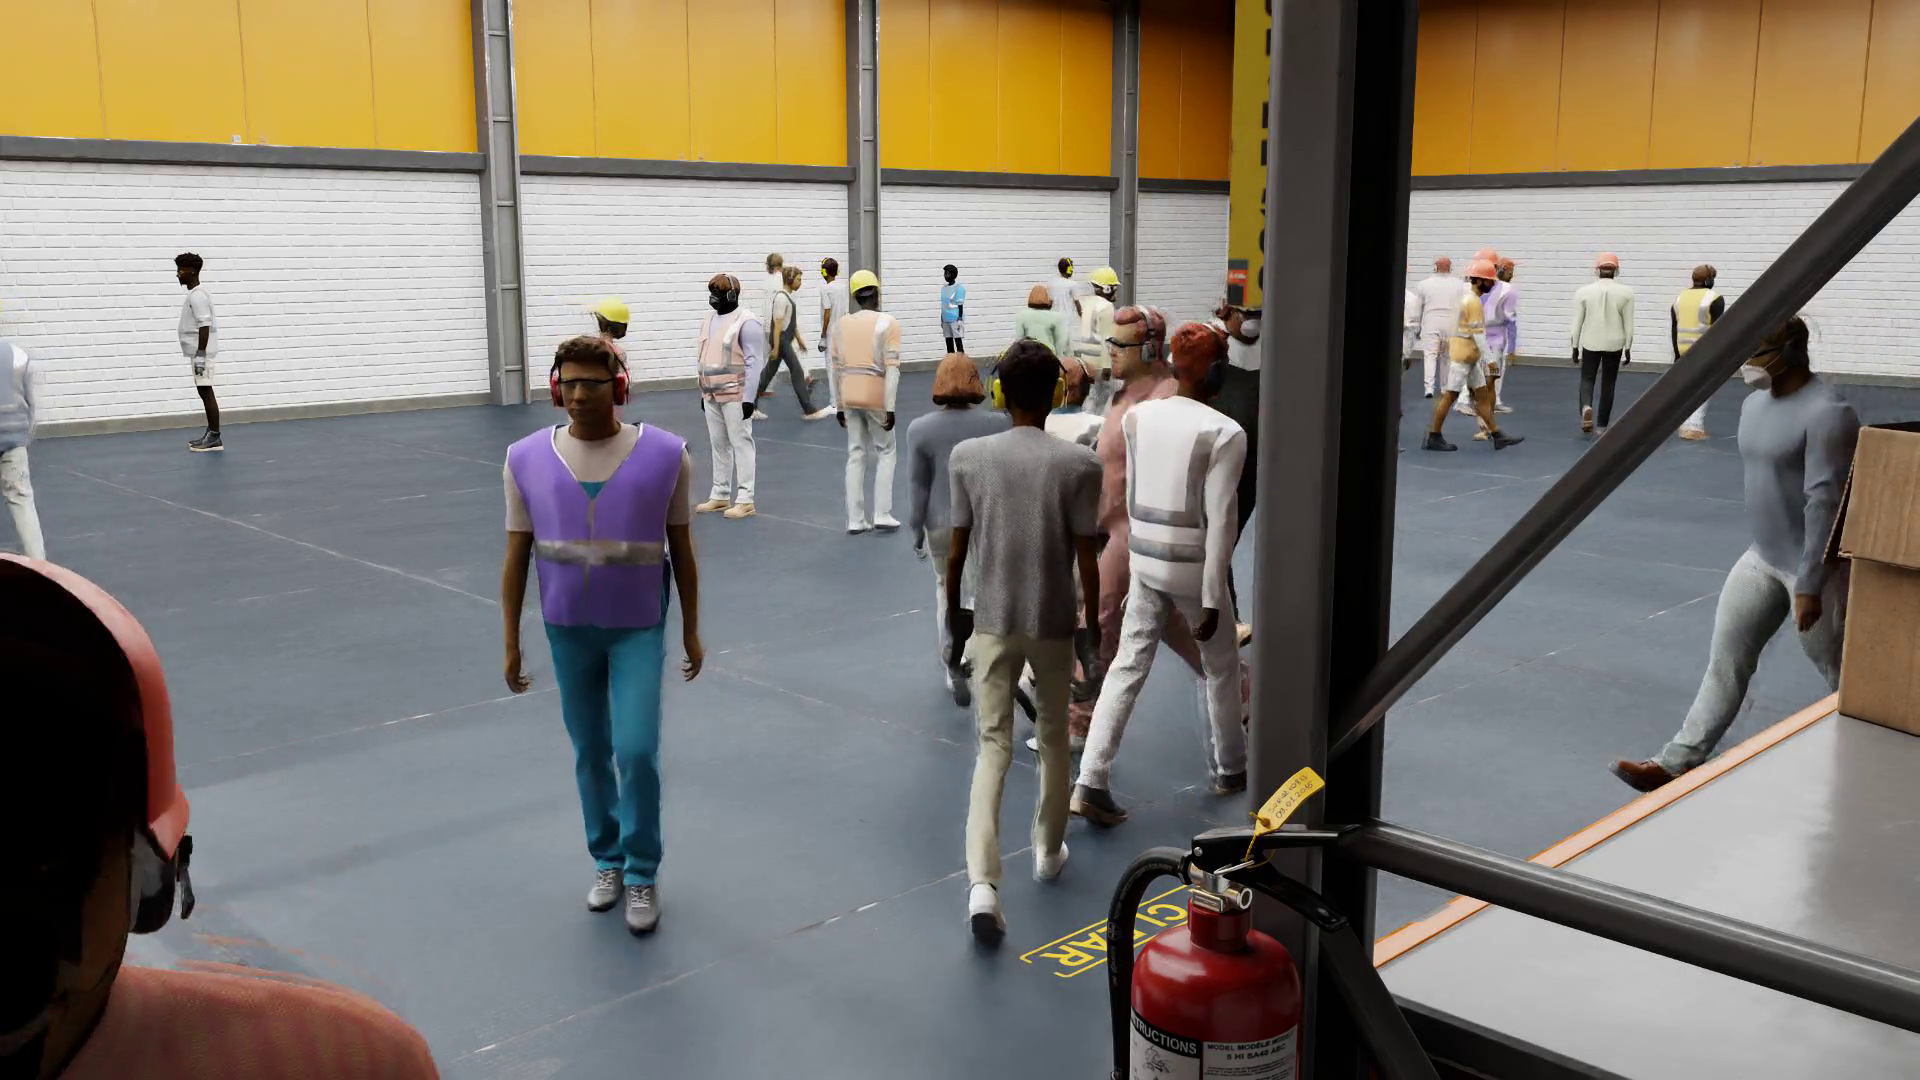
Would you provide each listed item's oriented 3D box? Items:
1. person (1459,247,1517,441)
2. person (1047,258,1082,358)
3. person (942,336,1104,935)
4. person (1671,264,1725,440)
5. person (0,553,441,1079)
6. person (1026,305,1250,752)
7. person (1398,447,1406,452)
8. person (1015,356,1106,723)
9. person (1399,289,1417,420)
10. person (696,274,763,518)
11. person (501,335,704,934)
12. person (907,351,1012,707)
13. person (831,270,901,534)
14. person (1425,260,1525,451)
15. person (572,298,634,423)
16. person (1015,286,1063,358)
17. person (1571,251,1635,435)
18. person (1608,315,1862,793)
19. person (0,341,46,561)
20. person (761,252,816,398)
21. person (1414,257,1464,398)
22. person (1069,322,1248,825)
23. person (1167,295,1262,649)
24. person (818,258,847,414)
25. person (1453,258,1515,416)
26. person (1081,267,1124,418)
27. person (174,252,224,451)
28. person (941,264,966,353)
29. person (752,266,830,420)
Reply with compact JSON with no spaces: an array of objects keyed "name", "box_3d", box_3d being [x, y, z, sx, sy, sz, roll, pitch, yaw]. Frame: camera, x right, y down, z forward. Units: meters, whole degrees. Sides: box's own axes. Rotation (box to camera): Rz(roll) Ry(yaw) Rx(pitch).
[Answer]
[{"name":"person","box_3d":[5.542,-2.062,17.466,0.640,2.019,0.715,7,12,33]},{"name":"person","box_3d":[1.477,-3.048,23.419,1.003,1.808,0.503,-8,13,-36]},{"name":"person","box_3d":[0.182,0.284,5.196,0.526,1.829,0.933,2,11,8]},{"name":"person","box_3d":[7.754,-1.964,17.435,0.429,1.851,0.627,-5,11,-23]},{"name":"person","box_3d":[-0.668,0.961,1.201,0.641,1.938,1.023,-4,11,-19]},{"name":"person","box_3d":[0.802,-0.029,6.798,0.959,1.864,0.643,0,10,2]},{"name":"person","box_3d":[3.961,-1.692,16.264,0.834,1.719,0.525,-3,11,-16]},{"name":"person","box_3d":[0.437,-0.008,7.372,0.534,1.605,0.765,8,13,39]},{"name":"person","box_3d":[4.483,-1.994,17.327,0.489,1.920,0.564,-9,14,-41]},{"name":"person","box_3d":[-1.774,-1.092,12.644,0.621,1.845,0.429,10,14,43]},{"name":"person","box_3d":[-1.106,0.295,5.096,0.603,1.825,0.648,0,10,-3]},{"name":"person","box_3d":[-0.011,-0.050,7.581,0.492,1.613,0.691,2,11,13]},{"name":"person","box_3d":[-0.684,-0.990,11.968,0.602,1.880,0.582,5,11,24]},{"name":"person","box_3d":[5.085,-1.787,16.298,1.002,1.881,0.550,4,11,19]},{"name":"person","box_3d":[-2.587,-0.837,11.642,0.551,1.704,0.840,8,13,37]},{"name":"person","box_3d":[0.851,-1.949,18.004,0.512,1.587,0.882,2,11,10]},{"name":"person","box_3d":[6.805,-2.068,17.627,0.618,1.968,0.687,4,11,23]},{"name":"person","box_3d":[2.994,0.102,6.058,1.055,1.870,0.696,-1,10,-5]},{"name":"person","box_3d":[-5.869,-0.599,10.099,0.898,1.798,0.587,10,14,42]},{"name":"person","box_3d":[-2.319,-2.786,21.680,0.868,1.916,0.636,7,12,33]},{"name":"person","box_3d":[6.348,-2.818,22.041,0.663,1.855,1.007,4,11,18]},{"name":"person","box_3d":[0.773,0.120,6.085,0.574,1.834,1.020,9,14,42]},{"name":"person","box_3d":[1.410,-0.443,8.558,0.749,2.000,1.035,-3,11,-18]},{"name":"person","box_3d":[-1.531,-2.438,19.918,0.310,1.864,0.533,5,12,27]},{"name":"person","box_3d":[6.300,-2.409,19.824,0.539,1.853,0.783,7,13,34]},{"name":"person","box_3d":[1.413,-1.771,16.407,0.432,1.813,0.626,-3,11,-16]},{"name":"person","box_3d":[-7.553,-1.864,16.508,0.361,1.964,0.615,-5,11,-24]},{"name":"person","box_3d":[-0.121,-3.346,25.347,0.319,1.694,0.532,-8,13,-38]},{"name":"person","box_3d":[-2.046,-2.249,19.149,1.010,1.792,0.534,-1,10,-6]}]
